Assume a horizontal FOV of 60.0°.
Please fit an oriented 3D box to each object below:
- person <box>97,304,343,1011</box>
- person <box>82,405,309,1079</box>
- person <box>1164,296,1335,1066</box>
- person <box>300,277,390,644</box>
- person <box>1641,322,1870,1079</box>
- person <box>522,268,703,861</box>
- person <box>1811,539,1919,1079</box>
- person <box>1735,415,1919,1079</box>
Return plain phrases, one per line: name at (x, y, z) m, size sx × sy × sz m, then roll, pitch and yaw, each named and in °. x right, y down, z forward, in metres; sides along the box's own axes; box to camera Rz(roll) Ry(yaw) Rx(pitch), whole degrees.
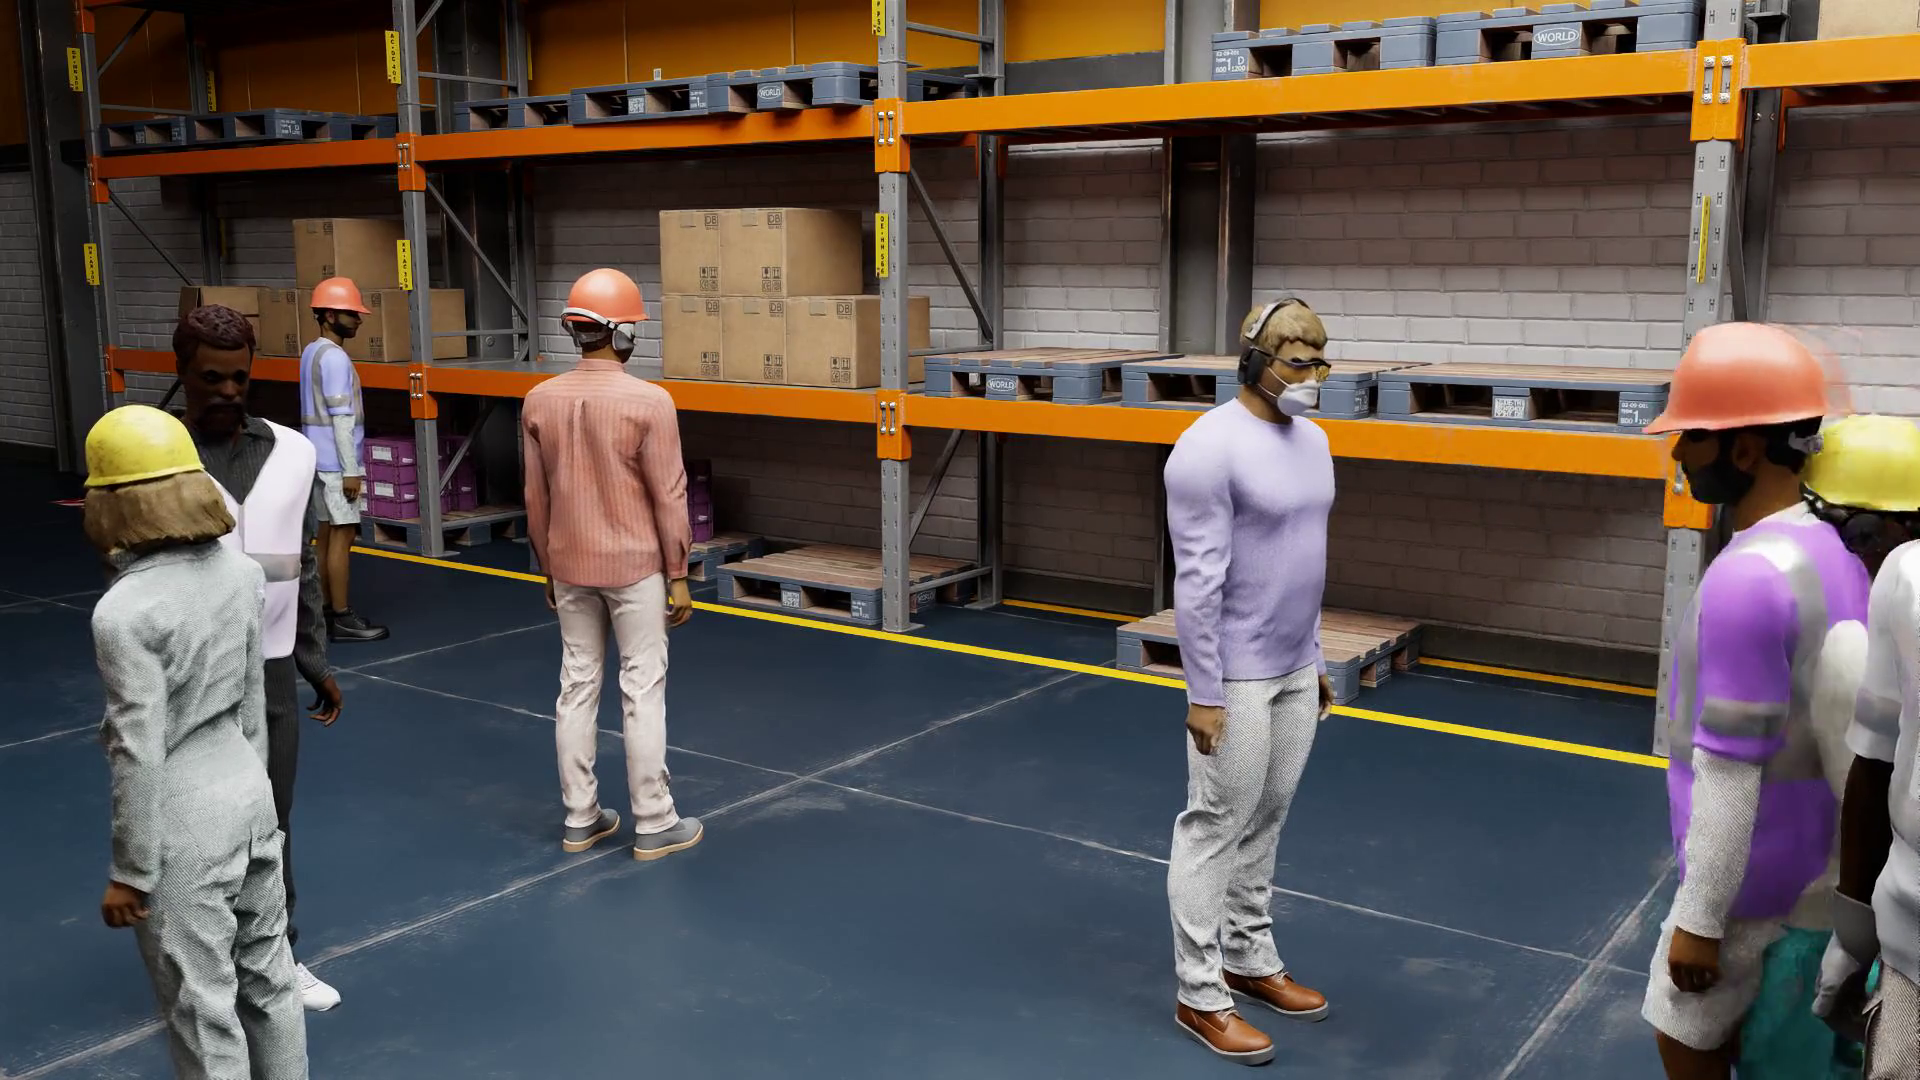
person at (-1.923, 0.348, 4.351) m, size 0.391 × 1.913 × 0.587 m, roll 7°, pitch 12°, yaw 37°
person at (-1.589, 0.593, 3.408) m, size 0.312 × 1.738 × 0.483 m, roll 1°, pitch 10°, yaw 8°
person at (0.768, 0.347, 4.296) m, size 0.371 × 1.933 × 0.627 m, roll 8°, pitch 12°, yaw 40°
person at (-3.300, -0.422, 8.868) m, size 0.375 × 1.934 × 0.548 m, roll -7°, pitch 12°, yaw -34°
person at (1.468, 0.575, 2.985) m, size 0.568 × 1.916 × 0.570 m, roll 9°, pitch 13°, yaw 42°
person at (-1.174, 0.092, 5.628) m, size 0.609 × 1.995 × 0.375 m, roll 4°, pitch 10°, yaw 20°
person at (1.577, 0.640, 2.459) m, size 0.373 × 1.962 × 0.605 m, roll -6°, pitch 11°, yaw -33°
person at (1.592, 0.653, 3.005) m, size 0.431 × 1.754 × 0.536 m, roll 4°, pitch 10°, yaw 20°
